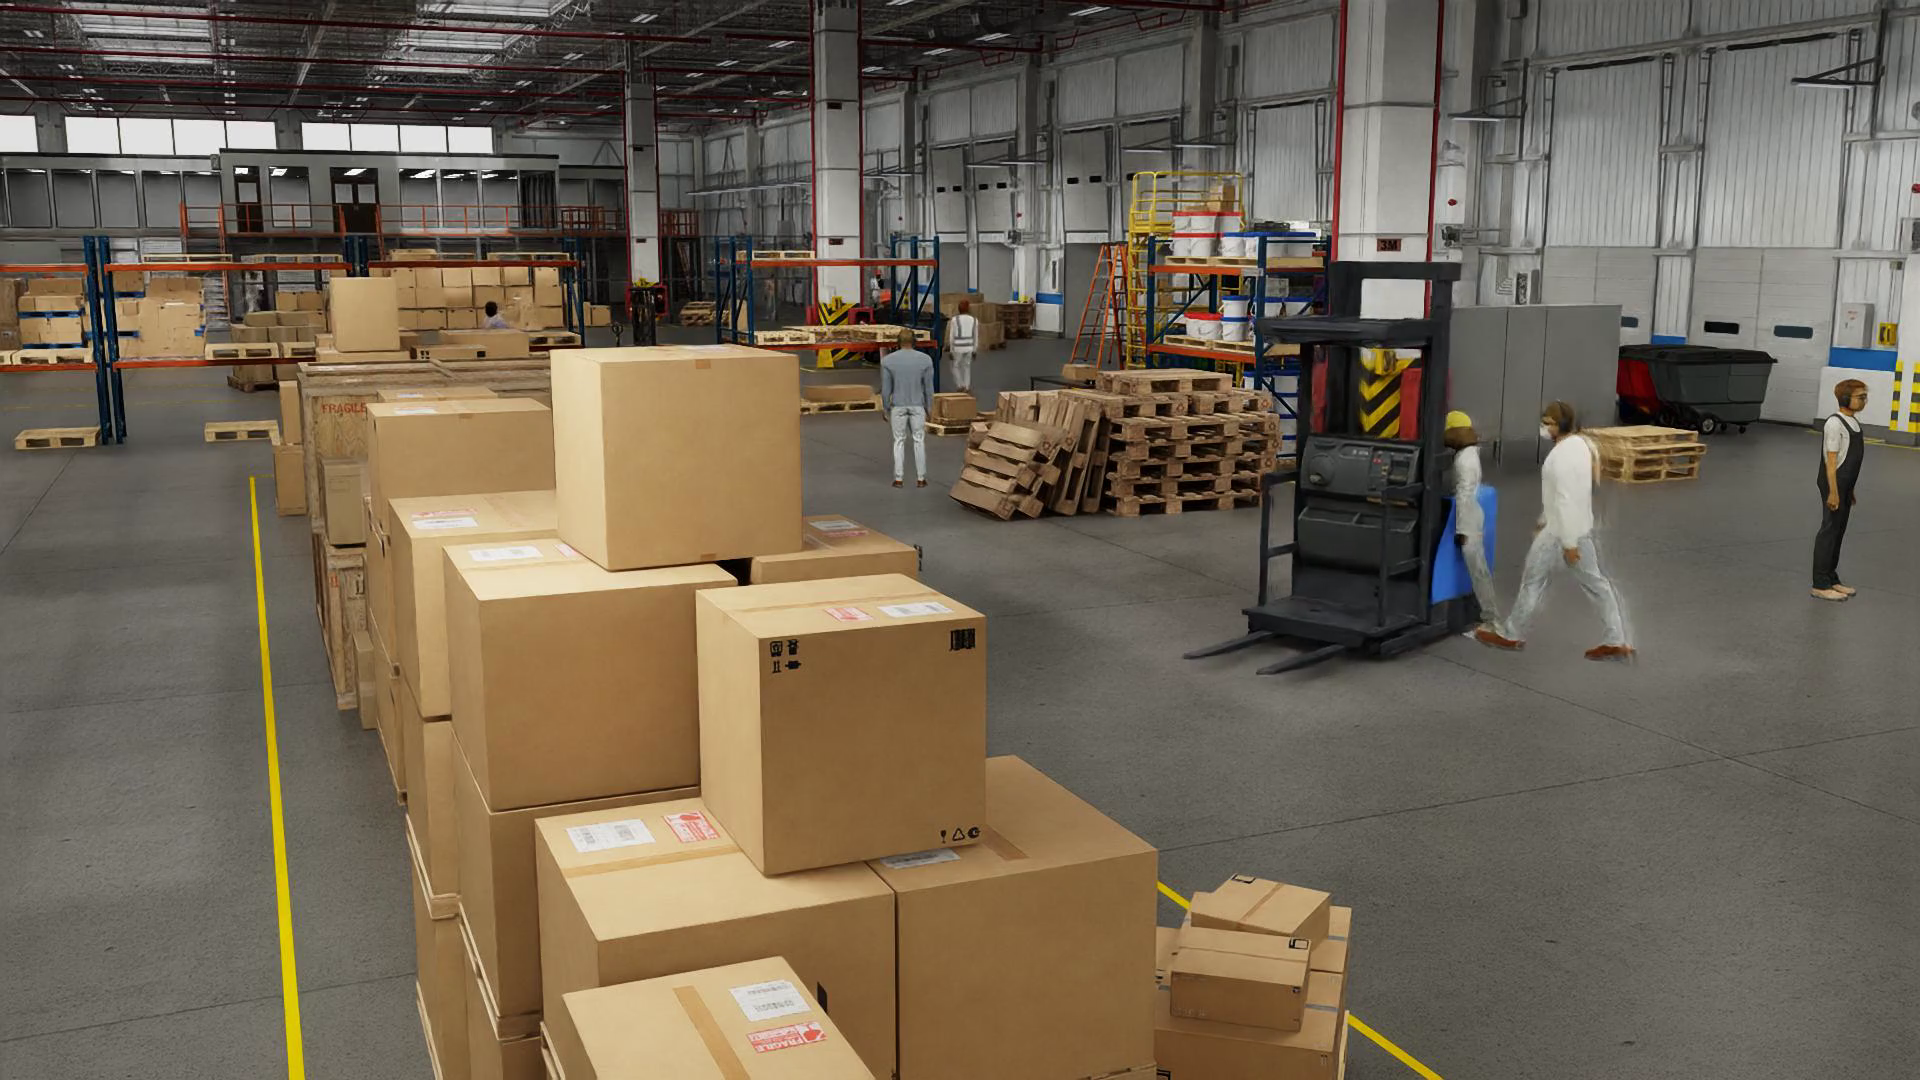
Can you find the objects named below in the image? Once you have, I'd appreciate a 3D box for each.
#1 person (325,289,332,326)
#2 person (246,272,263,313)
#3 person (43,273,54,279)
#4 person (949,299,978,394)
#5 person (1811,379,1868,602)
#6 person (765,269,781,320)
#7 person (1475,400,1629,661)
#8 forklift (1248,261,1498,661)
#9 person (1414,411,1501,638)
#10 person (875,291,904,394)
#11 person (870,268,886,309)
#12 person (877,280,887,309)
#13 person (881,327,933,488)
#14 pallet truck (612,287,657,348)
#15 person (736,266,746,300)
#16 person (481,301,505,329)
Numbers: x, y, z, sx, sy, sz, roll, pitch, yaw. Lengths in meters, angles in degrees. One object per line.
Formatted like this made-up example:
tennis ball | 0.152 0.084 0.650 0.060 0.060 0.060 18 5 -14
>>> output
person | -18.328 -6.760 48.796 0.517 1.852 0.734 -8 13 -38
person | -23.440 -7.984 55.424 1.019 1.882 0.658 -9 14 -41
person | -24.894 -6.275 45.578 0.616 2.041 0.383 0 10 0
person | 0.050 -3.531 30.926 0.620 1.870 0.417 -5 12 -28
person | 7.336 -0.419 13.847 0.345 1.847 0.507 9 14 42
person | -6.873 -8.996 61.015 0.654 1.879 0.668 -4 11 -23
person | 4.288 -0.063 11.832 1.079 1.876 0.649 8 13 37
forklift | 3.198 -0.692 12.499 1.129 2.768 1.873 10 14 42
person | 3.768 -0.122 12.615 0.799 1.689 0.551 4 11 21
person | -1.371 -3.774 31.926 0.622 1.992 0.395 6 12 29
person | -2.957 -8.881 60.289 0.579 1.908 0.646 -1 10 -3
person | -2.570 -7.683 54.414 0.888 1.641 0.548 -6 12 -31
person | -0.638 -1.584 20.020 0.629 1.937 0.376 -1 10 -4
pallet truck | -6.464 -4.406 35.401 0.823 1.965 1.885 6 12 32
person | -8.772 -9.943 66.057 0.612 1.947 0.388 1 10 3
person | -8.954 -3.615 31.557 0.659 1.811 0.668 -9 14 -40
